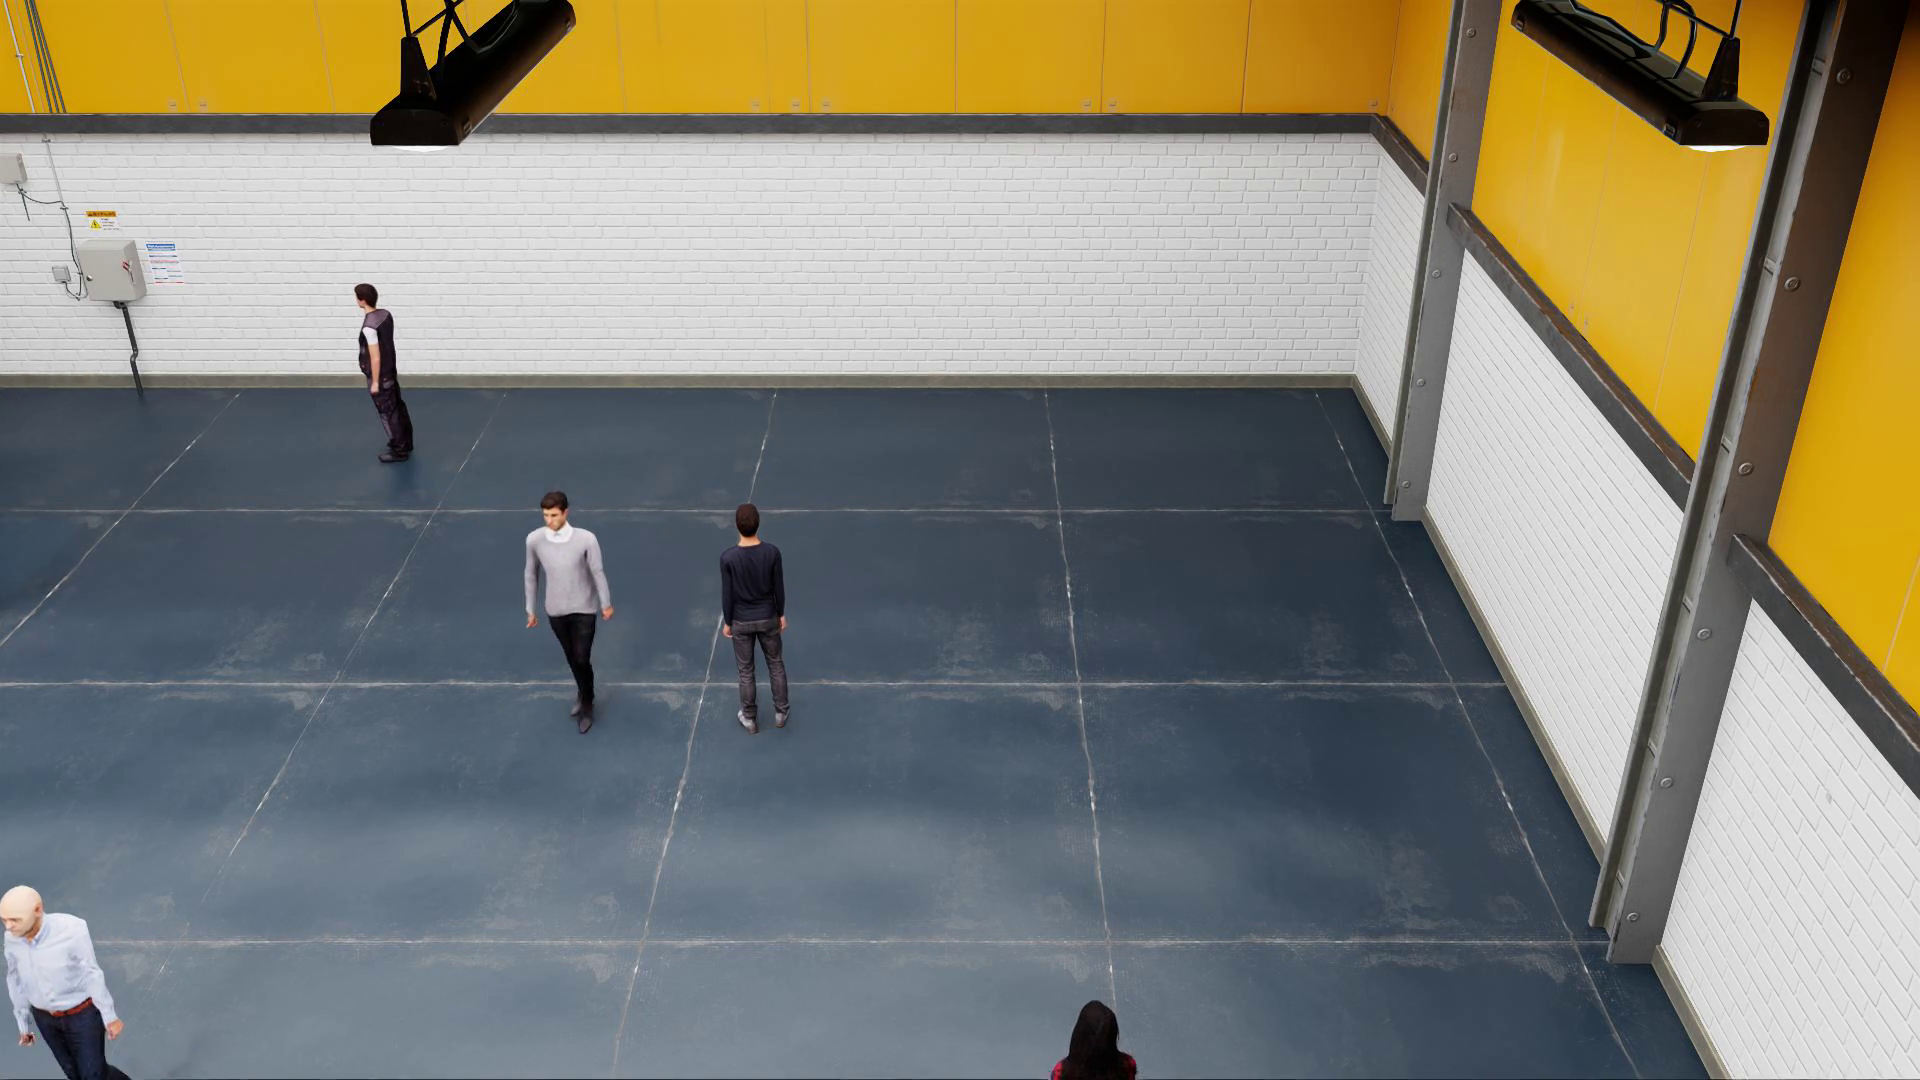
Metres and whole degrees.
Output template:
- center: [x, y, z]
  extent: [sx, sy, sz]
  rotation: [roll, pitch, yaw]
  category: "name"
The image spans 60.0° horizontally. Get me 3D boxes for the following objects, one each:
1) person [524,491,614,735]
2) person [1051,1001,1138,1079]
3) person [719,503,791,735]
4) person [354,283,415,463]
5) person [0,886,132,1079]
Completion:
- center: [-2.916, 0.459, 12.633]
  extent: [0.859, 1.907, 0.888]
  rotation: [6, 29, 11]
  category: "person"
- center: [0.681, 3.015, 8.221]
  extent: [0.611, 1.645, 0.643]
  rotation: [-3, 29, -6]
  category: "person"
- center: [-1.531, 0.592, 12.429]
  extent: [0.688, 1.869, 0.644]
  rotation: [-9, 30, -15]
  category: "person"
- center: [-5.763, -1.682, 16.619]
  extent: [0.717, 1.848, 0.504]
  rotation: [1, 29, 1]
  category: "person"
- center: [-4.764, 2.524, 8.977]
  extent: [0.687, 1.784, 0.680]
  rotation: [2, 29, 3]
  category: "person"
